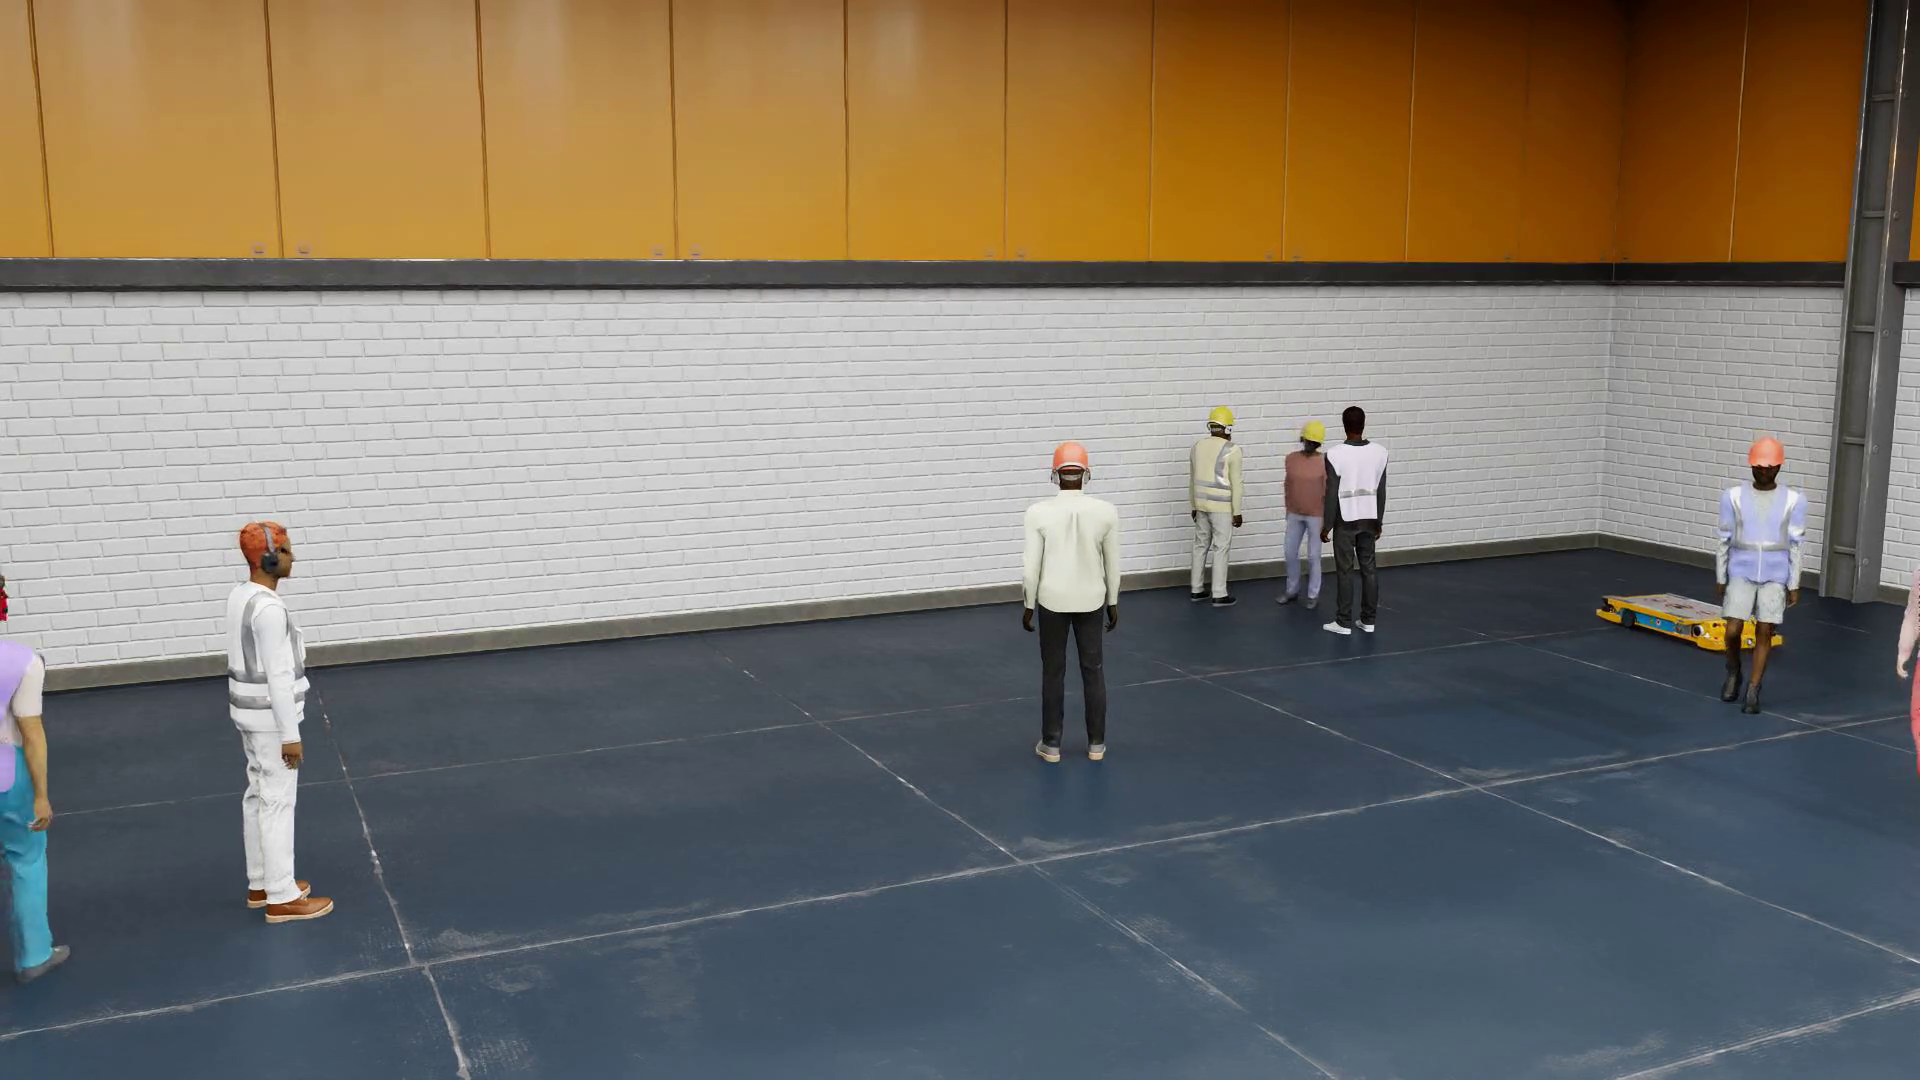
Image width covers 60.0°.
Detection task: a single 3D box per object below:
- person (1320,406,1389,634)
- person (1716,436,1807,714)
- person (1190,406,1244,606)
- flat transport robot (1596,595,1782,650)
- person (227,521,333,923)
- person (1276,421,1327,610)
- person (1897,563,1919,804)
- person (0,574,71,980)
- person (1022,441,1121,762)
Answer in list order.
[{"bbox_3d":[3.304,-0.160,13.946,0.590,1.917,0.398,-3,10,-19],"label":"person"},{"bbox_3d":[5.485,0.246,11.426,0.541,1.923,0.391,4,10,25],"label":"person"},{"bbox_3d":[2.352,-0.314,15.231,0.415,1.821,0.608,-7,11,-36],"label":"person"},{"bbox_3d":[6.080,0.663,13.927,0.652,0.197,1.431,-3,10,-18],"label":"flat transport robot"},{"bbox_3d":[-3.232,0.849,7.810,0.343,1.875,0.587,-7,12,-38],"label":"person"},{"bbox_3d":[3.123,-0.219,14.889,0.546,1.724,0.472,8,12,39],"label":"person"},{"bbox_3d":[5.525,0.689,9.219,0.556,1.737,0.664,4,10,23],"label":"person"},{"bbox_3d":[-4.054,1.029,6.860,0.568,1.826,0.784,0,9,1],"label":"person"},{"bbox_3d":[0.686,0.383,10.344,0.623,1.989,0.400,-1,9,-7],"label":"person"}]
